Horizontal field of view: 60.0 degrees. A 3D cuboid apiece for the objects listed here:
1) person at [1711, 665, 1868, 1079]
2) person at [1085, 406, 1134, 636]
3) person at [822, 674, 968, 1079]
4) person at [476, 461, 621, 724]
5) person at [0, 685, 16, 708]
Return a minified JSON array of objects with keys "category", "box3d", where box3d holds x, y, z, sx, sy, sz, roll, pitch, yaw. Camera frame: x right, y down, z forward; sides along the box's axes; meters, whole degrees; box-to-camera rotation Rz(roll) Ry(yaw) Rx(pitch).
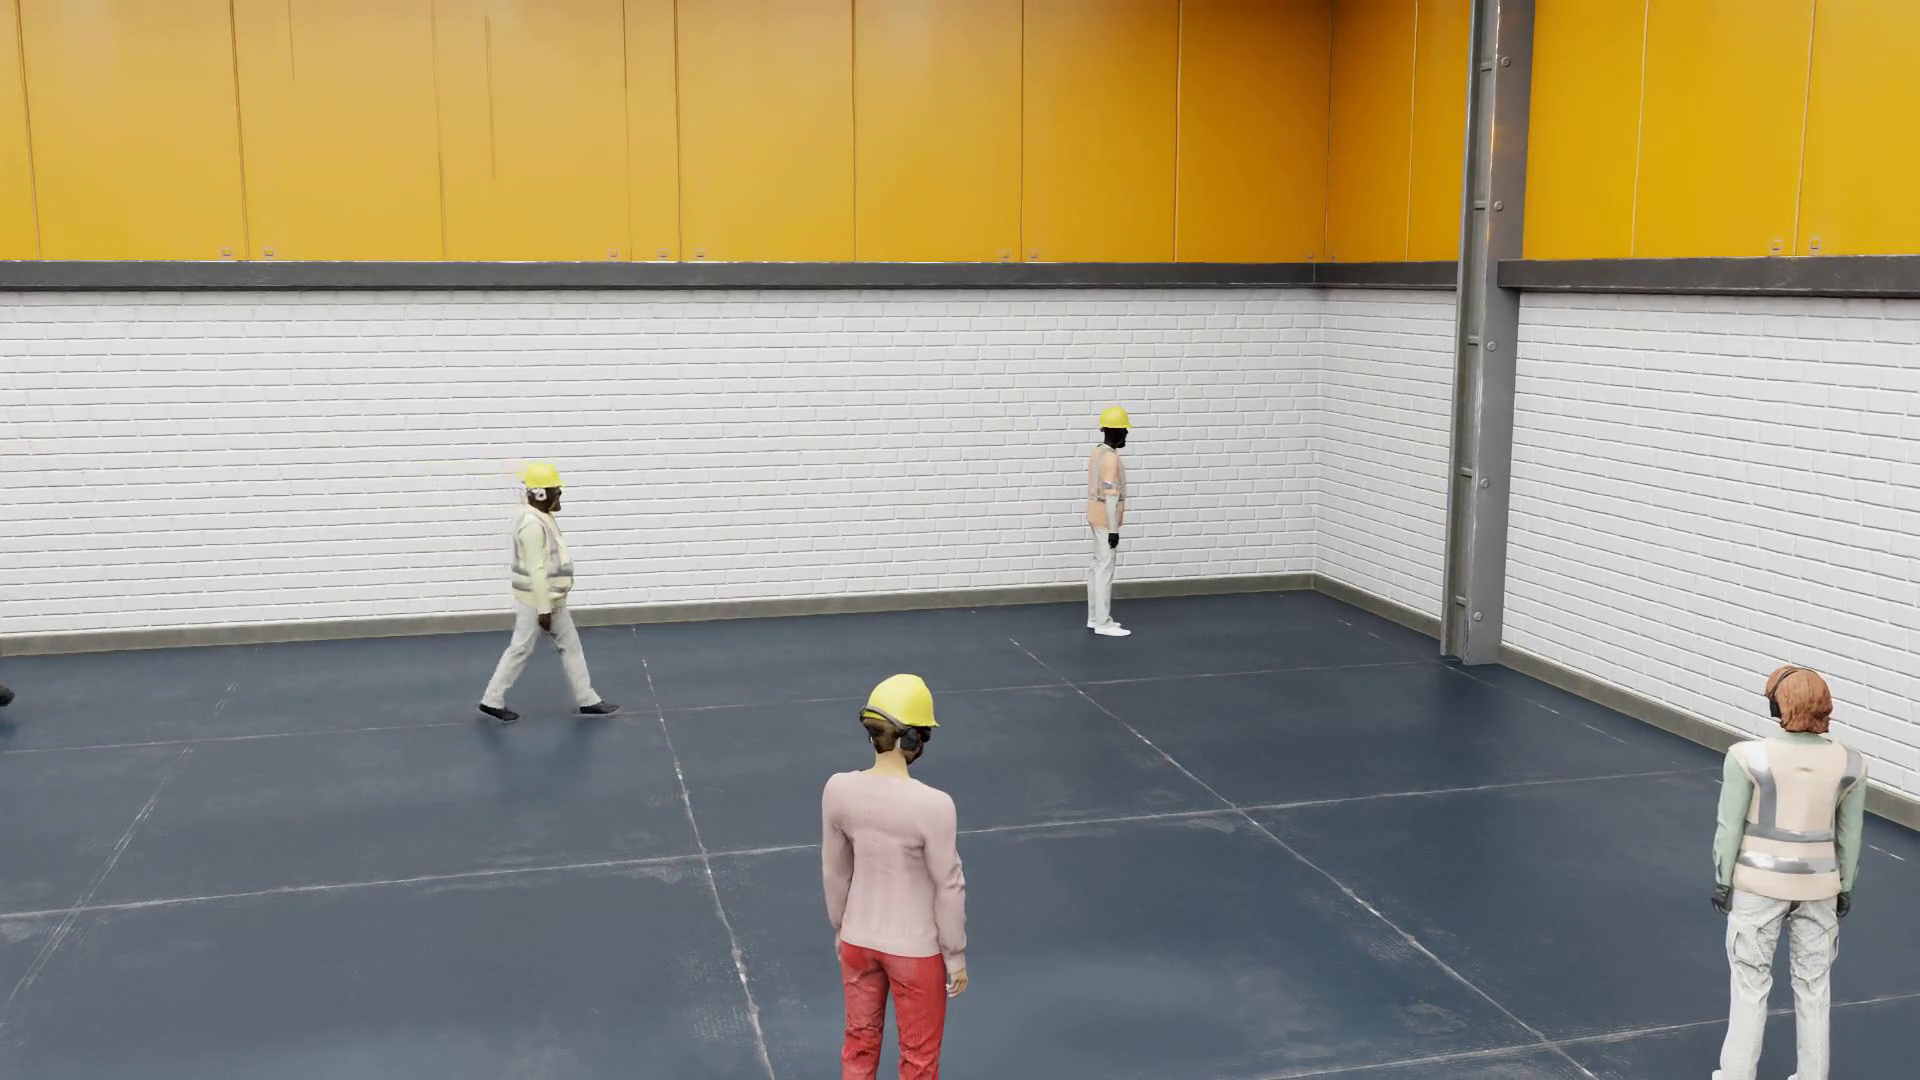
[{"category":"person","box3d":[2.987,1.263,6.020,0.508,1.629,0.314,0,9,2]},{"category":"person","box3d":[1.254,-0.163,13.989,0.387,1.927,0.589,-1,9,-6]},{"category":"person","box3d":[-0.199,1.303,5.373,0.524,1.760,0.328,6,11,31]},{"category":"person","box3d":[-2.824,0.358,11.171,0.942,1.789,0.604,-1,9,-5]},{"category":"person","box3d":[-6.899,0.328,11.064,0.967,1.895,0.553,-4,10,-26]}]
